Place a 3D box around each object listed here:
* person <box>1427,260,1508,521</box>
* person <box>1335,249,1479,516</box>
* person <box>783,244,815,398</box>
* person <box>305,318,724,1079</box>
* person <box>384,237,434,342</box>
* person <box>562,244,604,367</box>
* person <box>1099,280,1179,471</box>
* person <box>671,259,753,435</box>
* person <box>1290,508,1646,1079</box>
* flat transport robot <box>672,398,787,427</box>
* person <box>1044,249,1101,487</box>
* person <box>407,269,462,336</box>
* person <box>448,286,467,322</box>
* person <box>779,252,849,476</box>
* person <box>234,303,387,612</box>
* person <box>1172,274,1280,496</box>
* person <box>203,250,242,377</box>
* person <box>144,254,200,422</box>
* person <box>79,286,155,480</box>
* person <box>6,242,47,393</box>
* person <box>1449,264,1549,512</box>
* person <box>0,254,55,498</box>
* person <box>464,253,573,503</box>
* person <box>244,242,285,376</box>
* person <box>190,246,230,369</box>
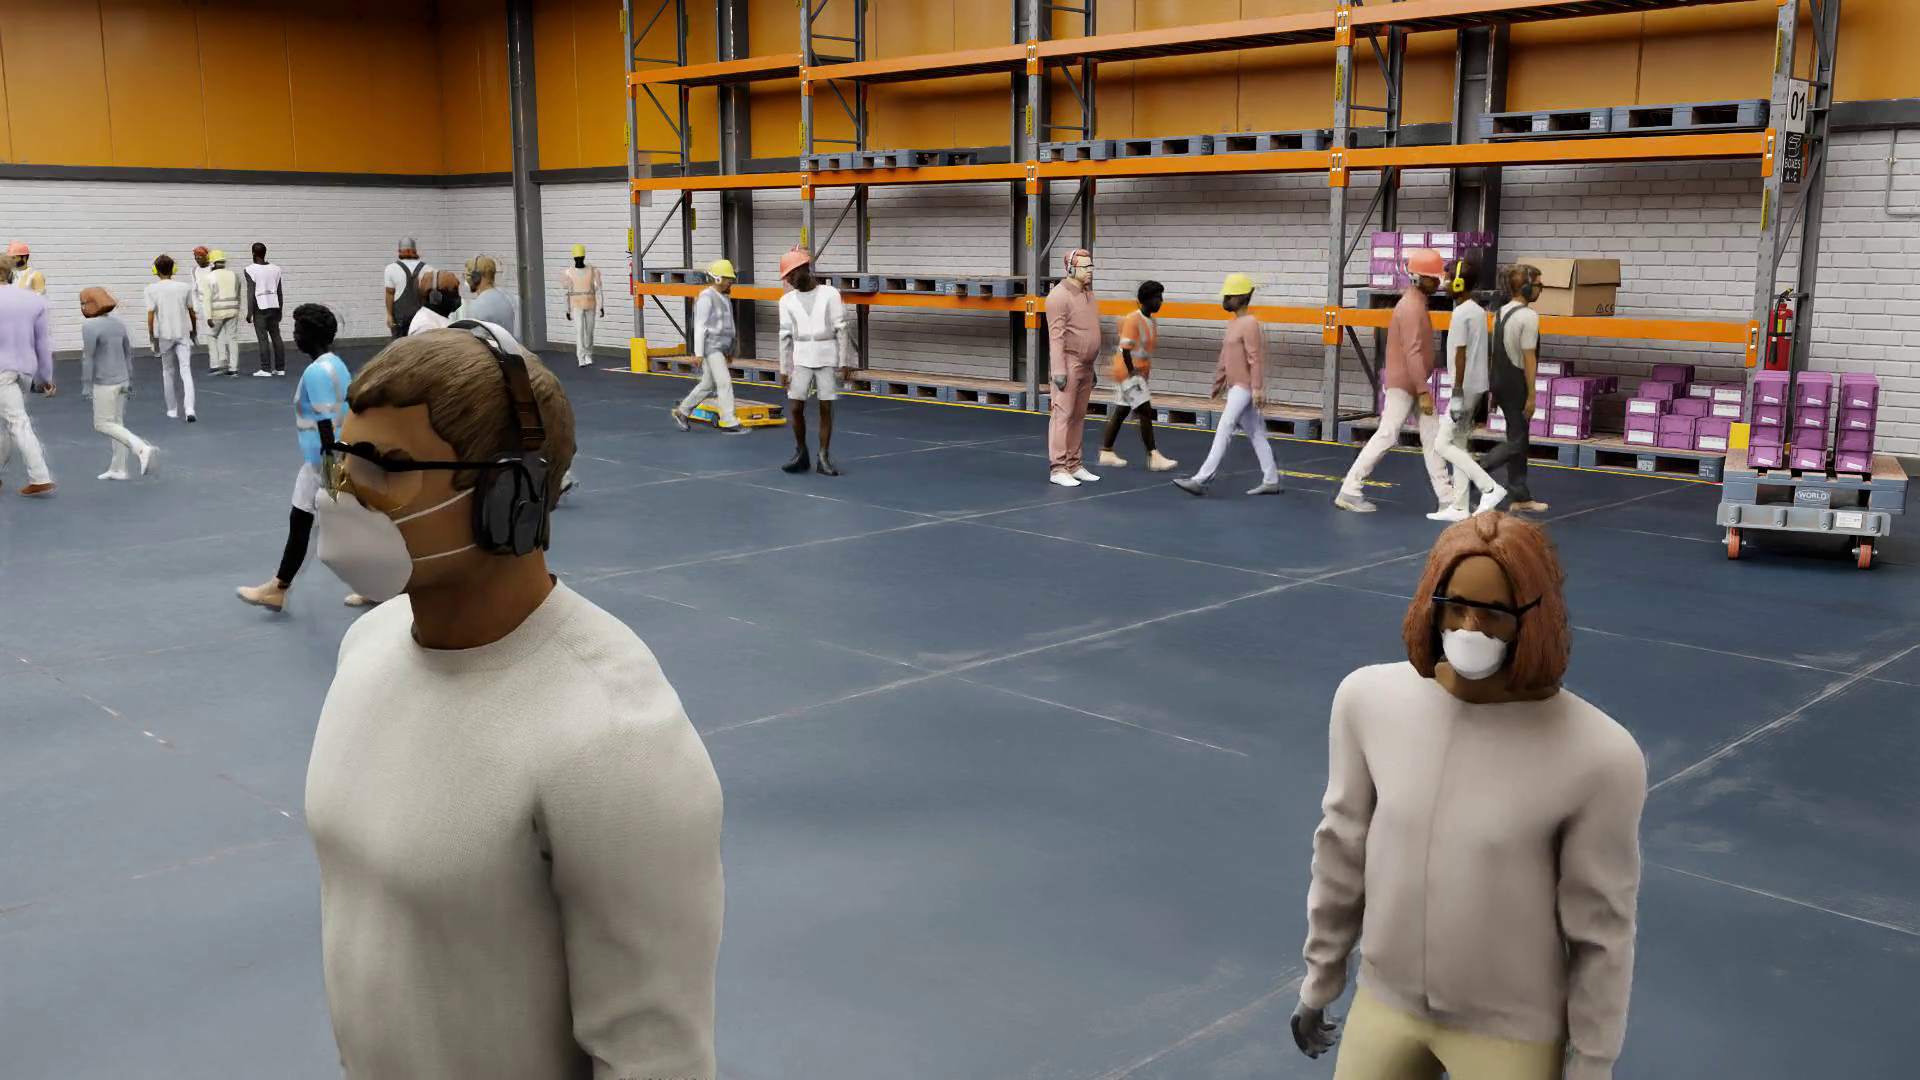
[{"bbox_3d":[3.566,-1.022,11.631,0.478,1.850,0.555,6,12,29],"label":"person"},{"bbox_3d":[3.227,-1.126,12.009,1.038,1.935,0.633,4,11,23],"label":"person"},{"bbox_3d":[-1.999,-2.745,20.880,0.401,1.906,0.651,1,10,5],"label":"person"},{"bbox_3d":[-0.501,0.737,1.805,0.632,1.940,0.372,10,14,43],"label":"person"},{"bbox_3d":[-7.396,-3.083,22.357,0.708,2.000,0.985,-6,12,-30],"label":"person"},{"bbox_3d":[-5.868,-3.656,25.912,0.603,1.889,0.953,-3,11,-15],"label":"person"},{"bbox_3d":[1.548,-1.402,14.280,0.843,1.628,0.548,5,12,26],"label":"person"},{"bbox_3d":[-2.574,-1.971,17.018,0.870,1.791,0.609,2,11,13],"label":"person"},{"bbox_3d":[0.803,0.740,2.631,0.518,1.617,0.546,9,14,40],"label":"person"},{"bbox_3d":[-2.500,-1.386,17.931,0.652,0.197,1.431,-7,13,-34],"label":"flat transport robot"},{"bbox_3d":[0.950,-1.401,13.550,0.401,1.910,0.640,7,12,32],"label":"person"},{"bbox_3d":[-3.381,-0.833,10.721,0.861,1.812,0.632,-2,11,-10],"label":"person"},{"bbox_3d":[-5.850,-2.259,19.084,0.518,1.596,0.774,2,11,12],"label":"person"},{"bbox_3d":[-1.245,-1.482,14.071,0.632,1.886,0.407,1,10,4],"label":"person"},{"bbox_3d":[-3.509,-0.434,8.946,0.834,1.653,0.542,-1,10,-5],"label":"person"},{"bbox_3d":[2.086,-1.178,12.833,0.915,1.712,0.552,-1,10,-6],"label":"person"},{"bbox_3d":[-10.593,-3.239,23.831,0.631,1.807,0.599,8,13,38],"label":"person"},{"bbox_3d":[-8.597,-2.208,18.204,0.537,1.828,0.987,-6,12,-30],"label":"person"},{"bbox_3d":[-6.893,-1.270,13.635,0.583,1.614,0.529,1,10,7],"label":"person"},{"bbox_3d":[-12.007,-2.852,21.380,0.551,1.935,0.371,3,11,17],"label":"person"},{"bbox_3d":[3.932,-1.072,11.990,0.748,1.823,0.522,-2,11,-9],"label":"person"},{"bbox_3d":[-7.444,-1.270,12.931,1.011,1.871,0.660,5,12,27],"label":"person"},{"bbox_3d":[-3.375,-1.156,12.277,0.950,1.906,0.643,1,10,6],"label":"person"},{"bbox_3d":[-10.008,-3.317,23.969,0.371,1.916,0.597,6,12,28],"label":"person"},{"bbox_3d":[-11.331,-3.504,25.135,0.602,1.858,0.619,3,11,16],"label":"person"}]
